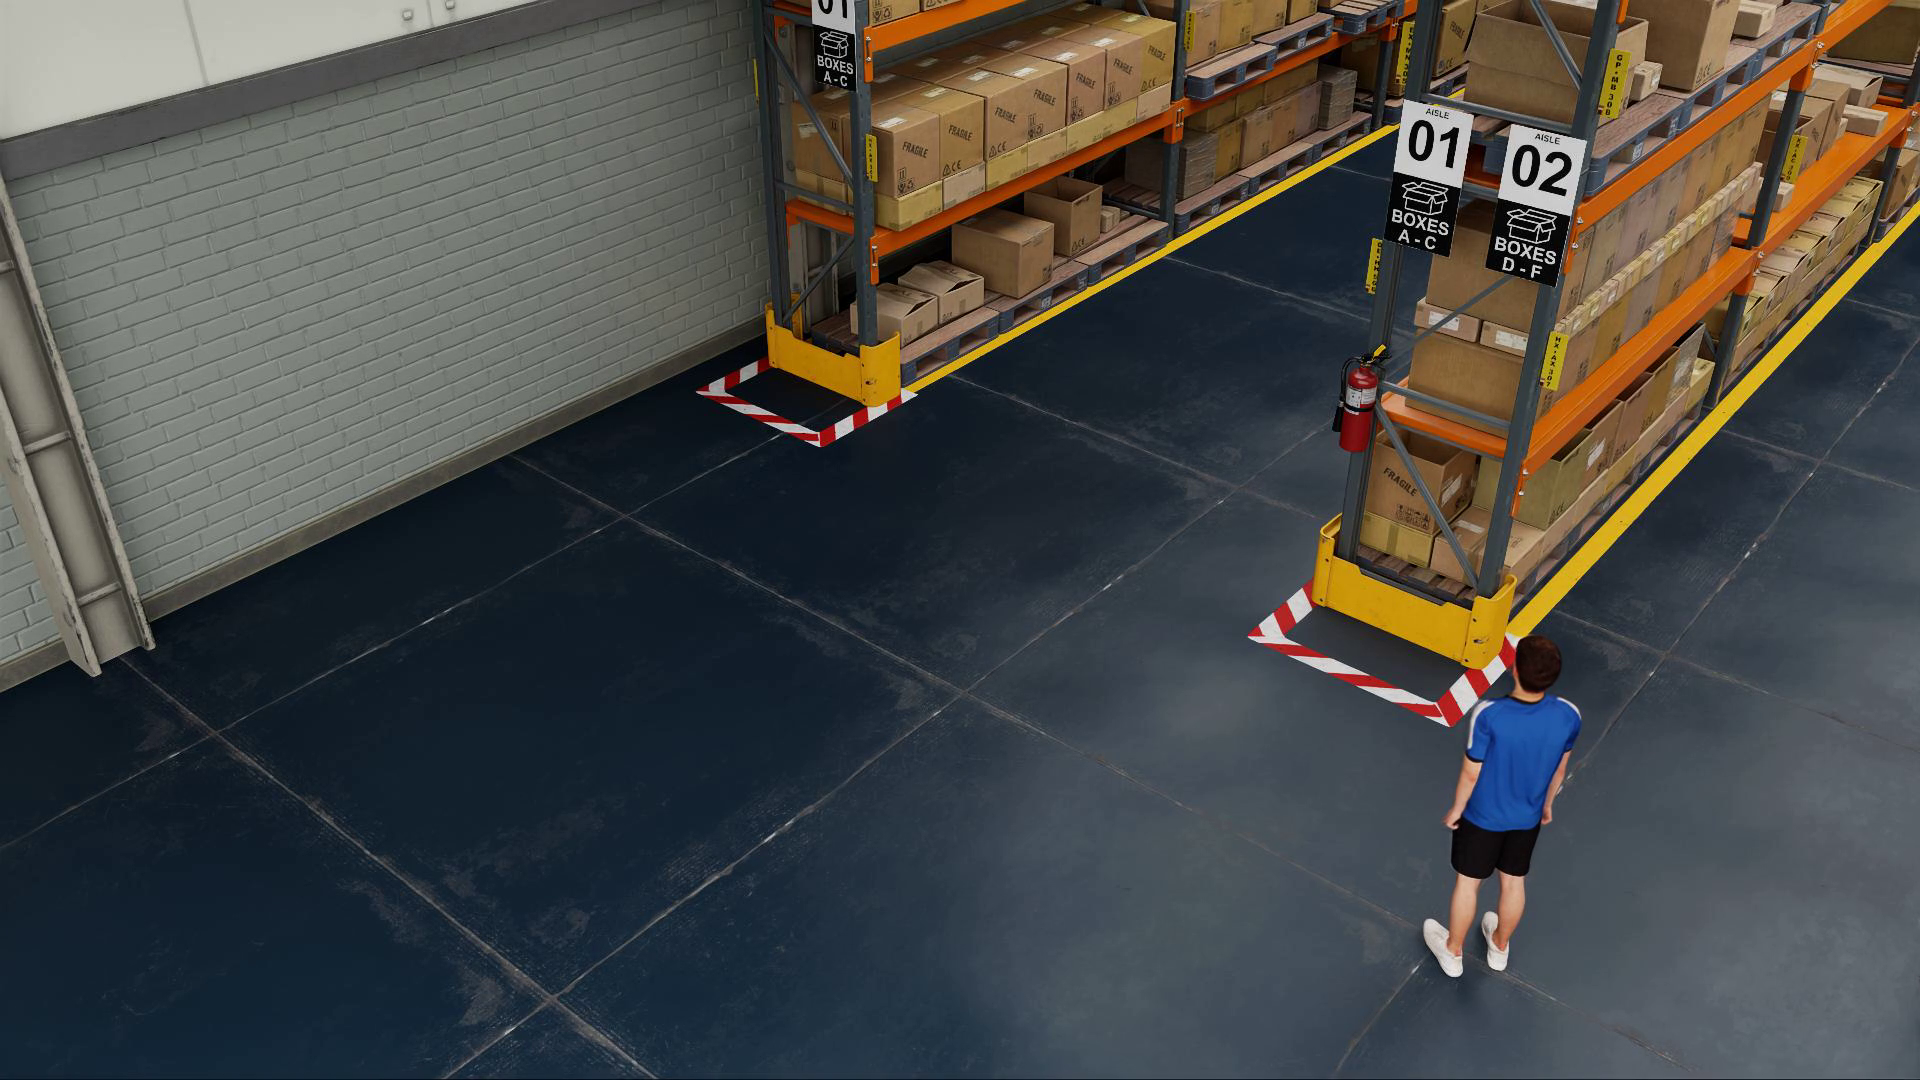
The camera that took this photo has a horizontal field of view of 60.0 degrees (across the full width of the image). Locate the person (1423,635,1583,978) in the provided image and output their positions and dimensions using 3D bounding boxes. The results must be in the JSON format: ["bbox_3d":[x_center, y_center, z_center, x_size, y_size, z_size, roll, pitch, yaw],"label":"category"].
[{"bbox_3d":[2.443,1.204,7.481,0.731,1.866,0.796,-4,33,-5],"label":"person"}]
